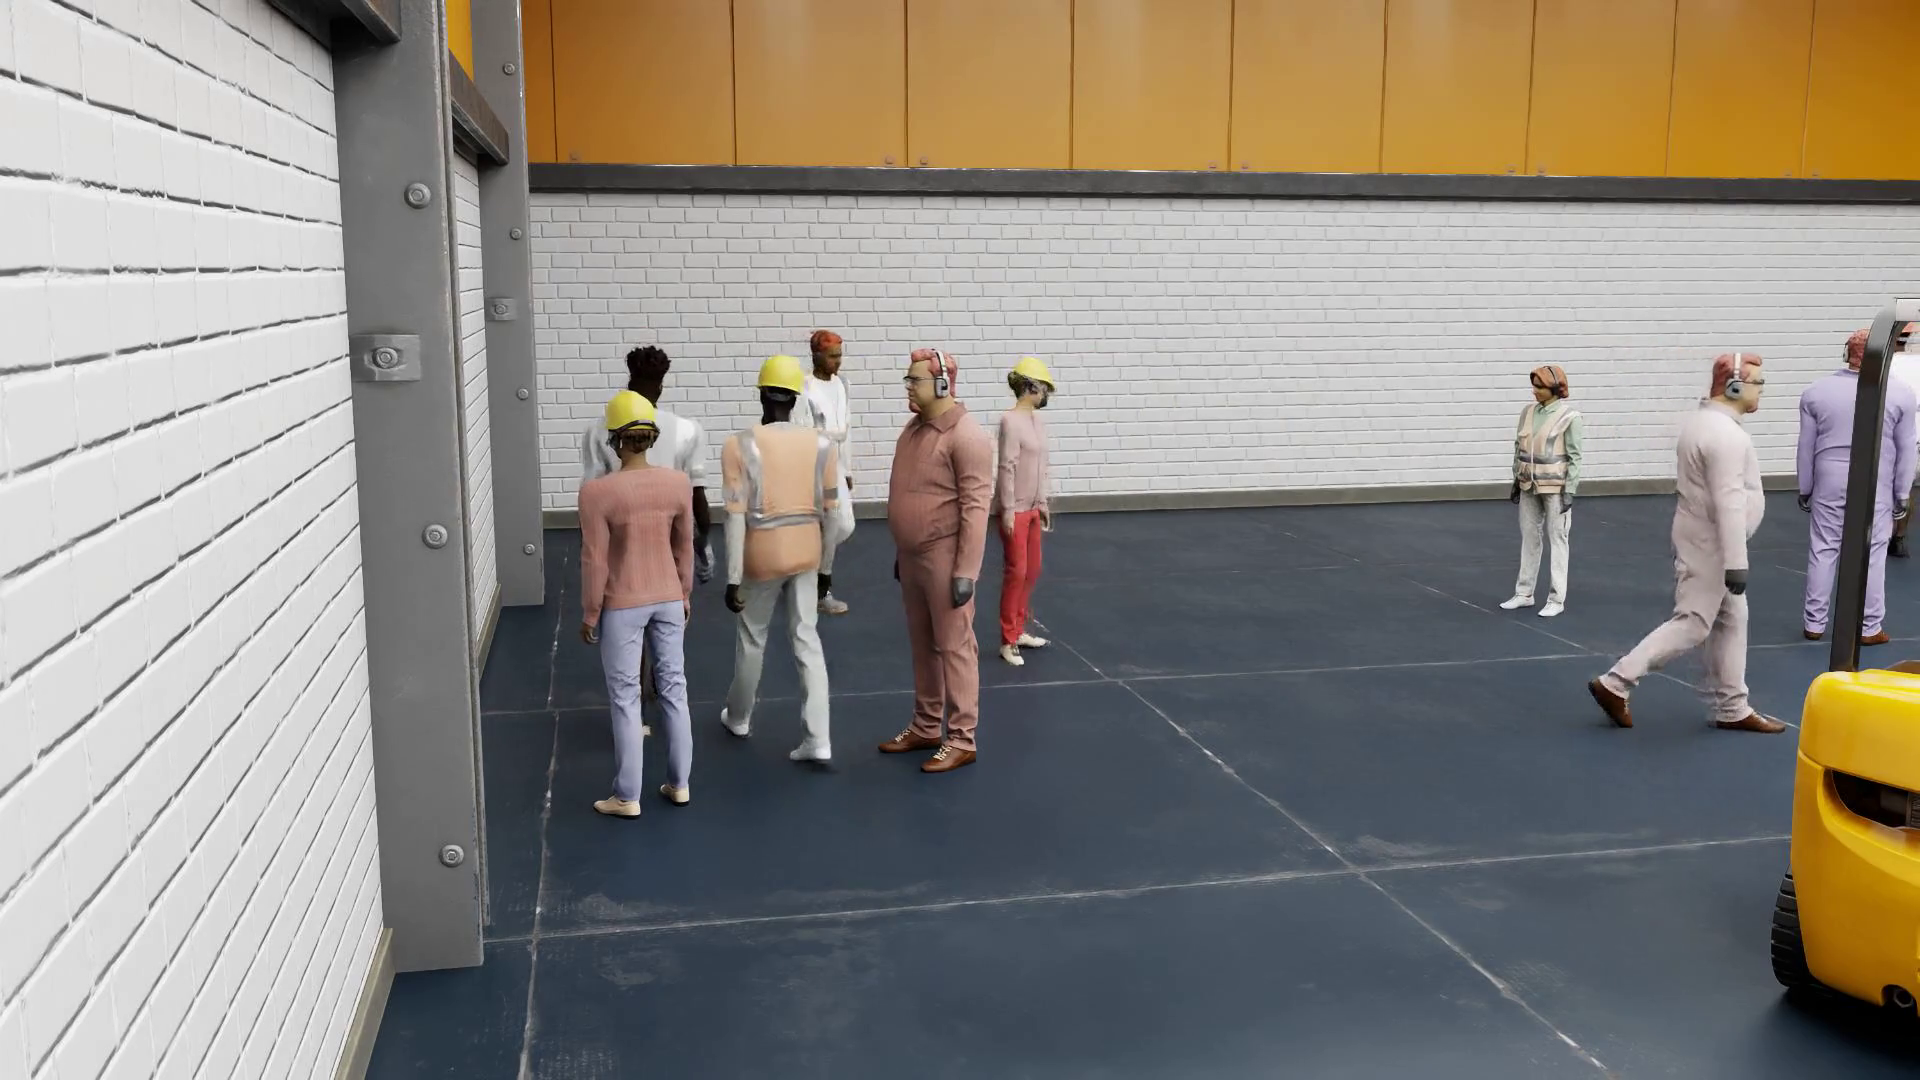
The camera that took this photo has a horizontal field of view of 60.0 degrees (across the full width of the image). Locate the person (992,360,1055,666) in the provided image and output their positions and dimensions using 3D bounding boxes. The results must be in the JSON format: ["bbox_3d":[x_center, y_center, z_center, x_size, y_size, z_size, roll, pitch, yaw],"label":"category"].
[{"bbox_3d":[0.346,-0.160,9.616,0.328,1.737,0.618,4,10,23],"label":"person"}]

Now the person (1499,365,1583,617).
[{"bbox_3d":[3.814,-0.321,10.857,0.311,1.639,0.512,-5,11,-29],"label":"person"}]

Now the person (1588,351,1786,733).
[{"bbox_3d":[3.559,0.026,8.048,0.870,1.877,0.650,3,10,16],"label":"person"}]

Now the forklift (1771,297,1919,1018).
[{"bbox_3d":[3.542,0.334,5.177,2.313,2.155,1.214,-9,13,-43],"label":"forklift"}]

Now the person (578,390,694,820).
[{"bbox_3d":[-1.332,0.269,6.874,0.524,1.769,0.308,-8,12,-41],"label":"person"}]

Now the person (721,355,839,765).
[{"bbox_3d":[-0.845,0.082,7.727,0.597,1.866,1.006,-5,11,-29],"label":"person"}]

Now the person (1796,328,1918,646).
[{"bbox_3d":[5.386,-0.316,10.015,0.641,1.908,0.407,7,12,36],"label":"person"}]

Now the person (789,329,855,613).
[{"bbox_3d":[-0.954,-0.455,10.974,0.496,1.867,0.584,6,11,32],"label":"person"}]

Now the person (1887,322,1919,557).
[{"bbox_3d":[7.324,-0.823,13.082,0.553,1.914,0.504,0,9,-2],"label":"person"}]

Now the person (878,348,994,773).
[{"bbox_3d":[-0.129,0.089,7.539,0.403,1.911,0.637,-5,11,-30],"label":"person"}]

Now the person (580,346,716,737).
[{"bbox_3d":[-1.562,-0.011,8.251,0.624,1.890,1.138,-3,10,-18],"label":"person"}]
